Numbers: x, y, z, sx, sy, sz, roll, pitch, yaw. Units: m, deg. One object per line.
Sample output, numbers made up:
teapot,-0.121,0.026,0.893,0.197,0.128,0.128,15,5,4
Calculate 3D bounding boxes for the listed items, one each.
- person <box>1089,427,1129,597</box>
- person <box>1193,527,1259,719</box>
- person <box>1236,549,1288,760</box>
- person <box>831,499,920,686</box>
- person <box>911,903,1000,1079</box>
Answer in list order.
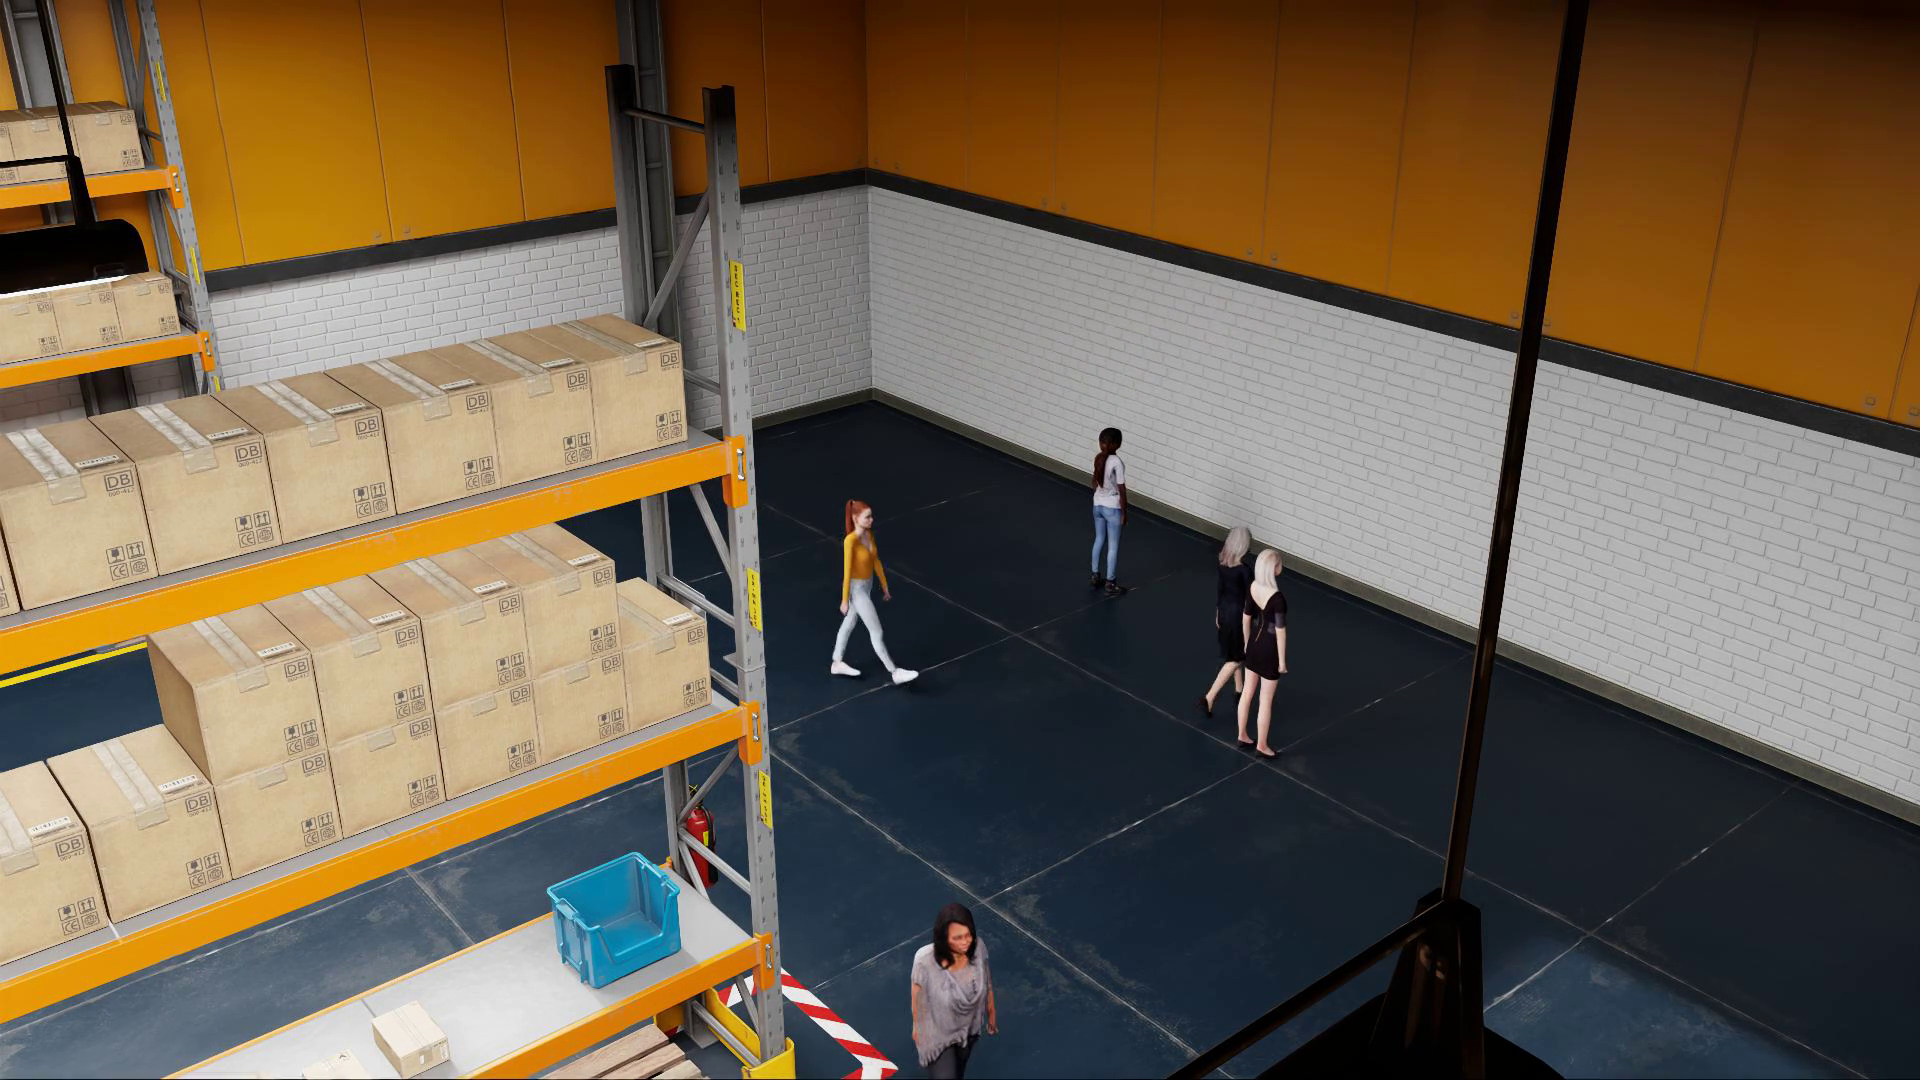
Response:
person,1.462,-0.299,16.371,0.517,1.719,0.593,-17,29,-34
person,2.281,0.730,14.008,0.983,1.727,0.747,-12,26,-25
person,2.453,0.913,13.462,0.529,1.829,0.607,-15,28,-31
person,-0.965,0.466,14.635,1.040,1.707,1.141,9,25,20
person,-0.085,2.724,9.614,0.770,1.593,0.764,-14,27,-29
